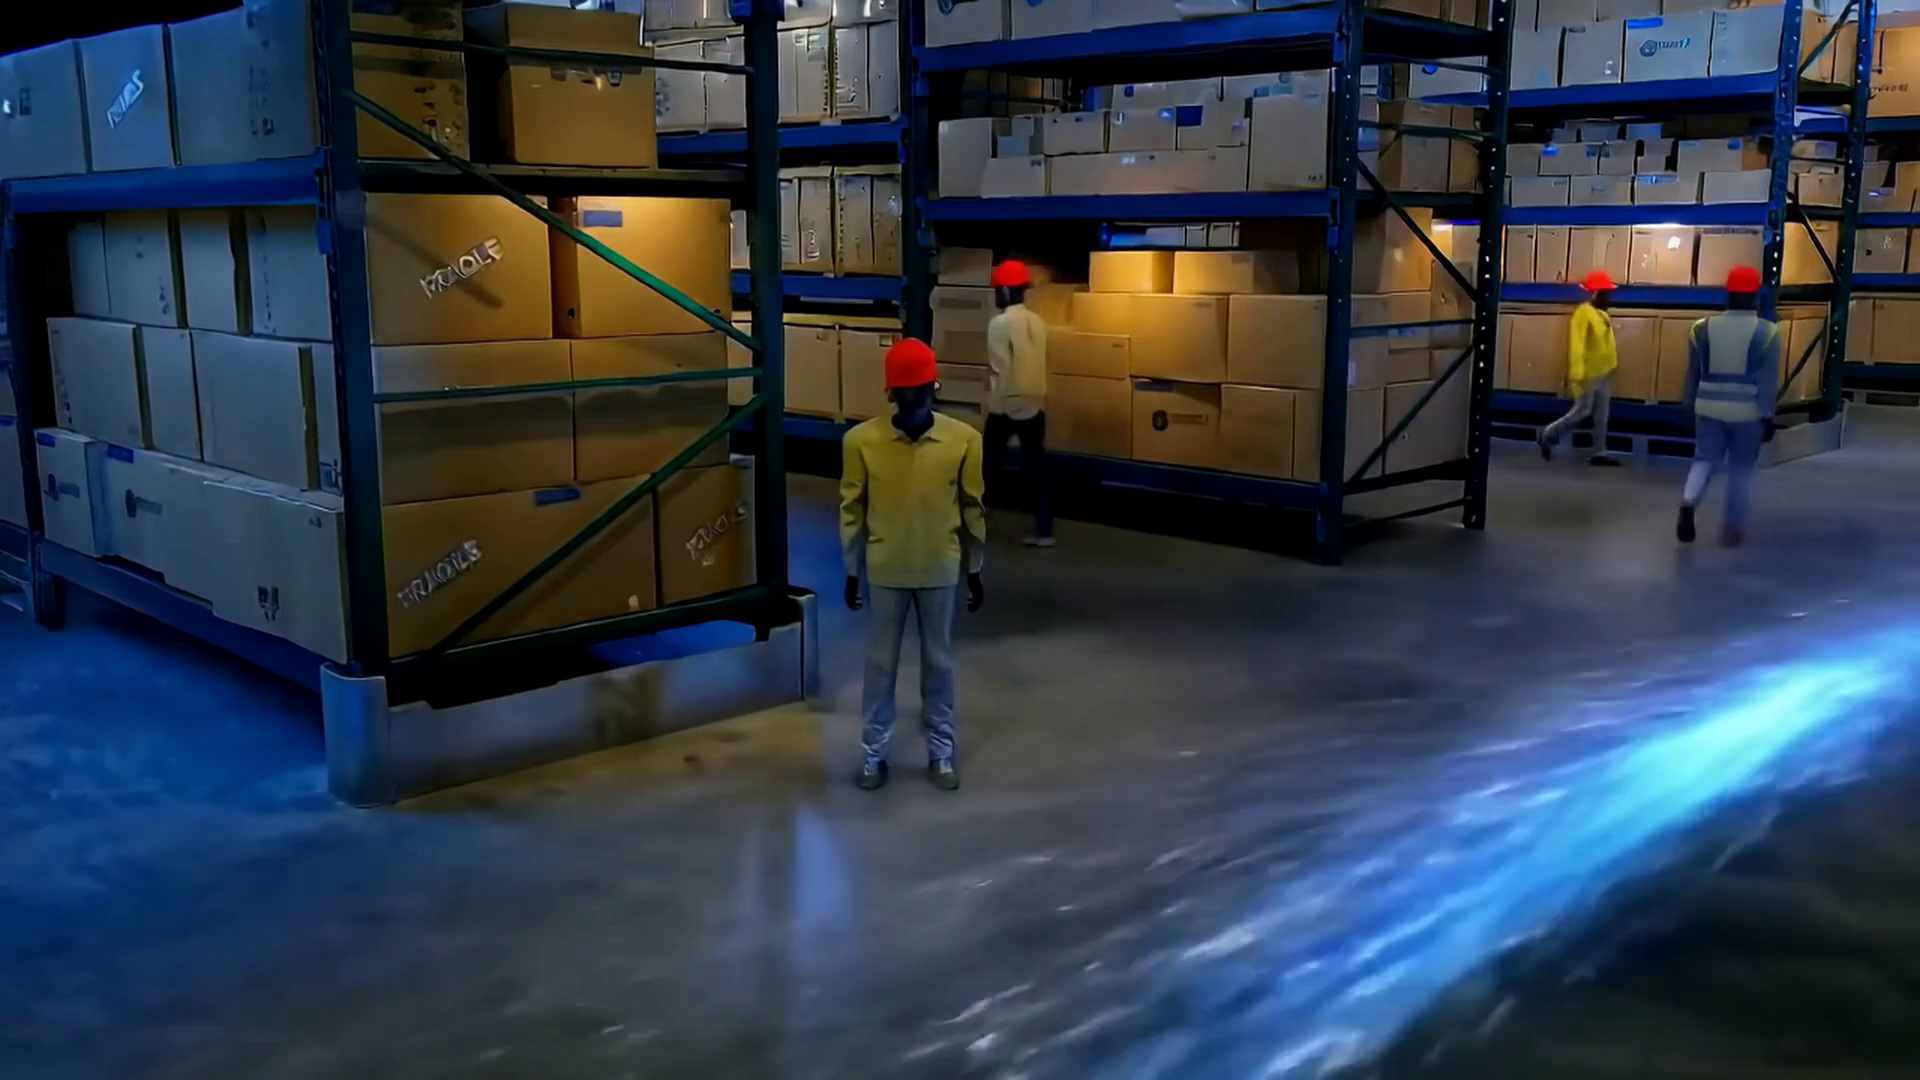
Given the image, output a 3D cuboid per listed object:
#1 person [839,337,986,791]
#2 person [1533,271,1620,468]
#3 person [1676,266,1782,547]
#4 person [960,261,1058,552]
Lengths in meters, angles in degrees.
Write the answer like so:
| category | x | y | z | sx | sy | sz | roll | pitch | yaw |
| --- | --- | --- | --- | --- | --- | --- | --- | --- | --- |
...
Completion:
| category | x | y | z | sx | sy | sz | roll | pitch | yaw |
| --- | --- | --- | --- | --- | --- | --- | --- | --- | --- |
| person | -0.178 | 0.100 | 6.384 | 0.565 | 1.750 | 0.341 | -1 | 10 | -3 |
| person | 5.758 | -1.577 | 15.372 | 0.708 | 1.812 | 0.599 | 9 | 14 | 40 |
| person | 5.186 | -0.880 | 11.258 | 0.614 | 1.925 | 0.676 | 9 | 13 | 39 |
| person | 0.290 | -0.912 | 11.355 | 1.016 | 1.945 | 0.655 | 9 | 14 | 40 |
